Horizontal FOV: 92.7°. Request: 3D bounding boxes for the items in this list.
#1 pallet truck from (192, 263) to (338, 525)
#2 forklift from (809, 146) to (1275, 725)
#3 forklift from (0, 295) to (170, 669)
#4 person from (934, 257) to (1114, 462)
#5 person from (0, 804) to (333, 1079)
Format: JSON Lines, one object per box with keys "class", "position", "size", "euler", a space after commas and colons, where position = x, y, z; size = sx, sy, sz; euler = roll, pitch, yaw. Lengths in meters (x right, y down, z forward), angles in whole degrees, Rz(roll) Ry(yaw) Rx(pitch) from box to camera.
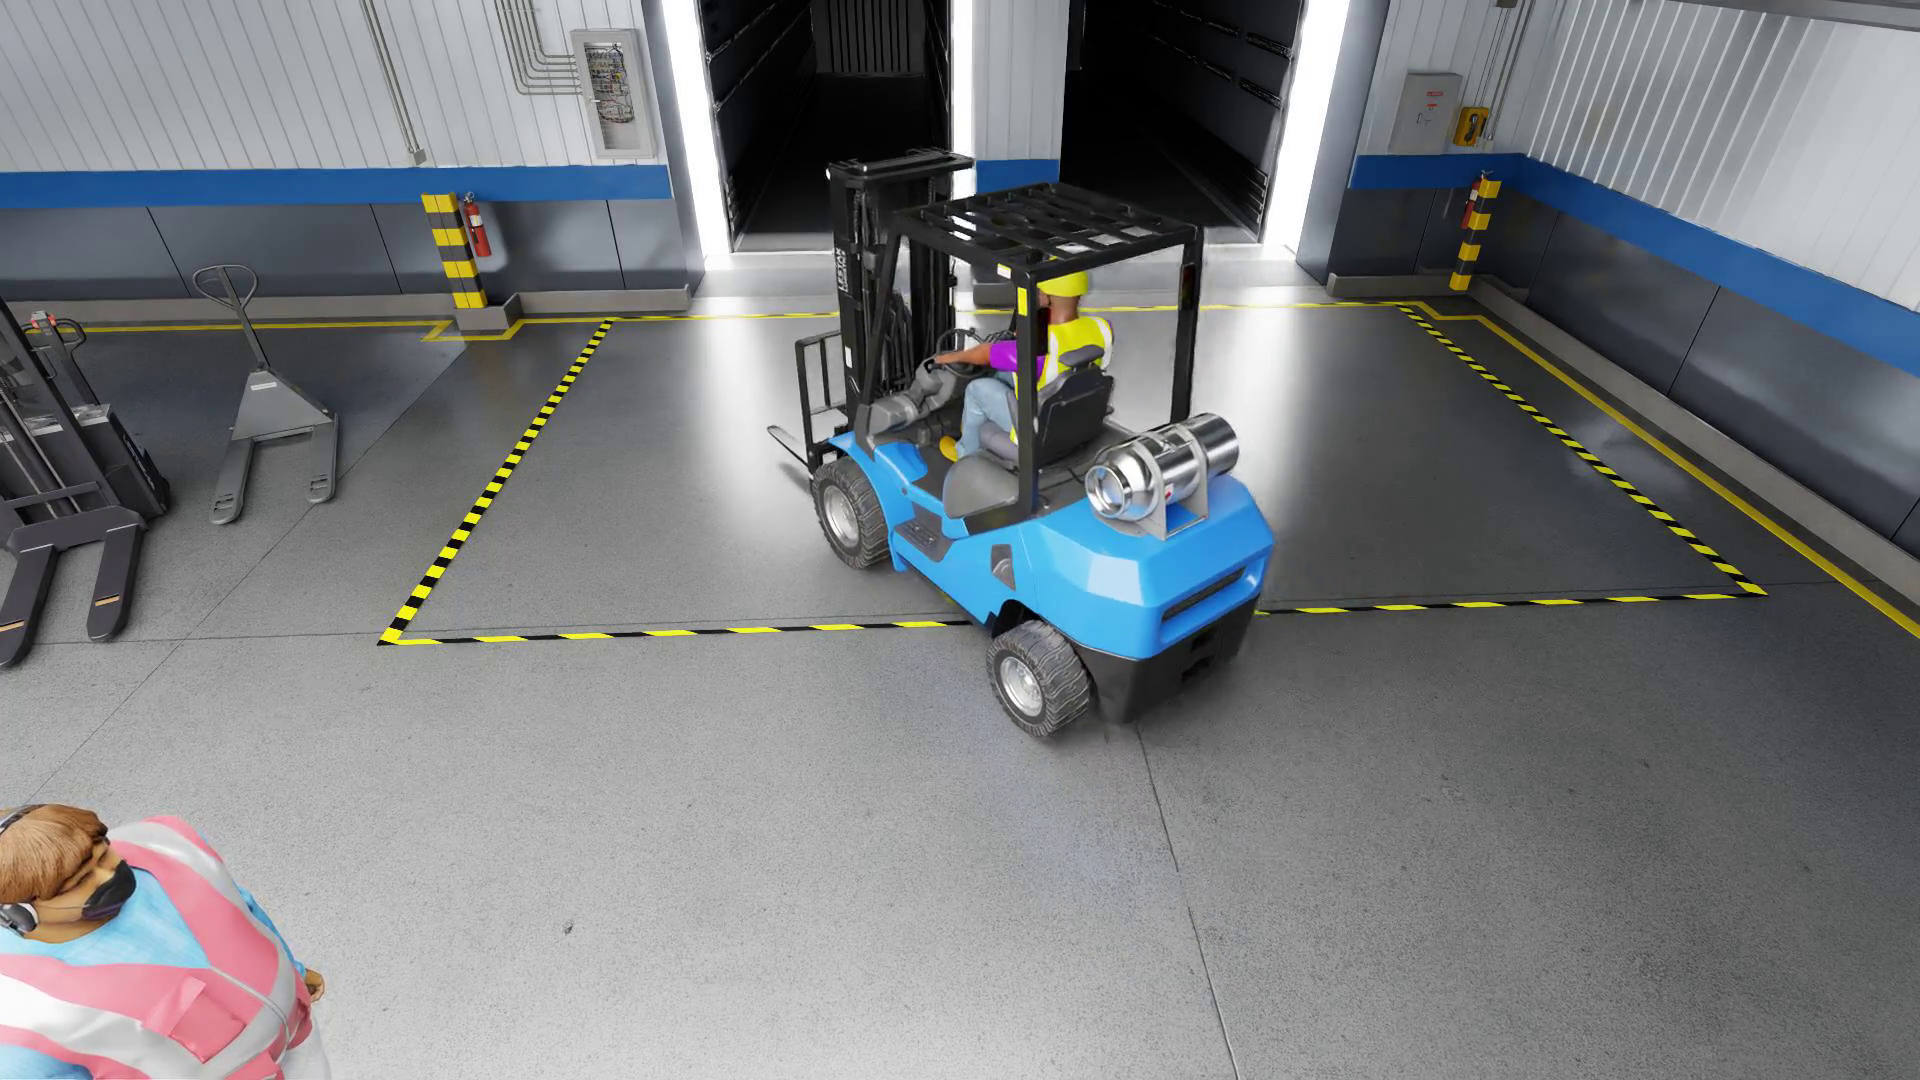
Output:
{"class": "pallet truck", "position": [-4.778, -1.027, 6.128], "size": [0.680, 1.201, 1.601], "euler": [-17, 38, -23]}
{"class": "forklift", "position": [0.297, -0.674, 4.647], "size": [1.157, 2.036, 2.680], "euler": [-23, 41, -30]}
{"class": "forklift", "position": [-5.212, -0.618, 4.878], "size": [0.823, 1.965, 1.885], "euler": [-20, 39, -26]}
{"class": "person", "position": [0.267, -0.857, 4.583], "size": [0.635, 1.293, 1.004], "euler": [-23, 41, -30]}
{"class": "person", "position": [-1.812, 1.292, 2.268], "size": [0.429, 1.844, 0.625], "euler": [-2, 35, -3]}
